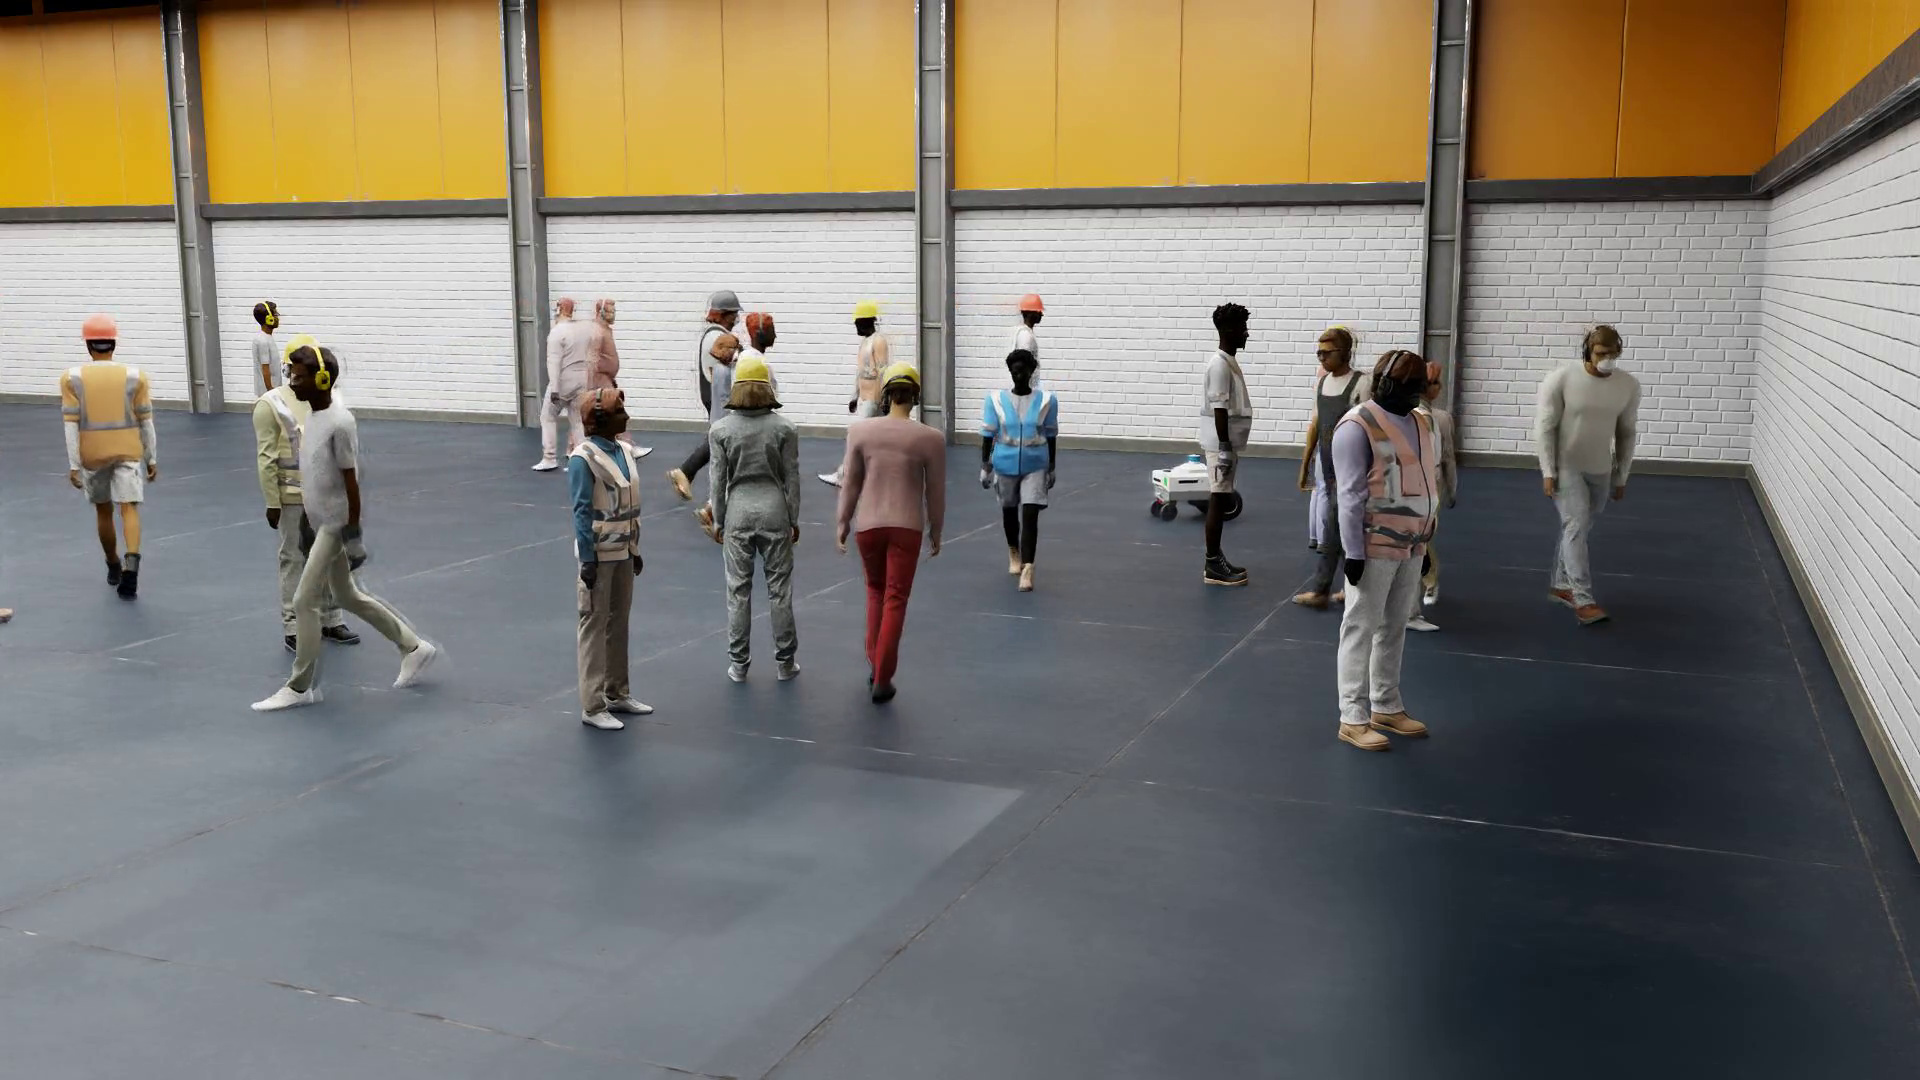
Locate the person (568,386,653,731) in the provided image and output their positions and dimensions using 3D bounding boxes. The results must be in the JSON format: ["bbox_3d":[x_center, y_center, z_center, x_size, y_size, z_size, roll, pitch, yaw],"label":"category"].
[{"bbox_3d":[-1.703,0.081,8.045,0.306,1.645,0.523,3,10,16],"label":"person"}]

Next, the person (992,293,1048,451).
[{"bbox_3d":[0.679,-1.661,17.740,0.509,1.925,0.561,0,9,-2],"label":"person"}]

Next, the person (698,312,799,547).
[{"bbox_3d":[-1.658,-0.848,13.004,0.685,1.869,0.574,-3,10,-19],"label":"person"}]

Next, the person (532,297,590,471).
[{"bbox_3d":[-4.310,-1.662,17.916,0.737,1.875,0.652,5,10,26],"label":"person"}]

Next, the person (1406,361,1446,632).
[{"bbox_3d":[2.784,-0.270,10.189,0.315,1.641,0.514,0,9,2],"label":"person"}]

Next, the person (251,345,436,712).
[{"bbox_3d":[-3.164,-0.081,8.480,0.910,1.835,0.525,-7,12,-37],"label":"person"}]

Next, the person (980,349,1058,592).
[{"bbox_3d":[0.416,-0.518,11.642,0.539,1.657,0.861,1,9,5],"label":"person"}]

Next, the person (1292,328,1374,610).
[{"bbox_3d":[2.371,-0.451,10.763,0.838,1.811,0.530,-5,11,-29],"label":"person"}]

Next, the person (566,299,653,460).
[{"bbox_3d":[-4.022,-1.800,18.840,0.999,1.840,0.769,-2,10,-10],"label":"person"}]

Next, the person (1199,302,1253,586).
[{"bbox_3d":[1.862,-0.674,11.653,0.367,1.966,0.605,2,10,10],"label":"person"}]

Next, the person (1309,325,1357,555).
[{"bbox_3d":[2.882,-0.771,12.845,0.312,1.768,0.530,0,9,1],"label":"person"}]

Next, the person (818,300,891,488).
[{"bbox_3d":[-0.929,-1.453,16.655,1.005,1.867,0.614,-2,10,-15],"label":"person"}]

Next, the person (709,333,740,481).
[{"bbox_3d":[-2.054,-0.990,14.574,0.283,1.631,0.503,-2,10,-12],"label":"person"}]

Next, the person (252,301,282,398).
[{"bbox_3d":[-6.785,-1.413,16.407,0.324,1.876,0.526,-4,10,-24],"label":"person"}]

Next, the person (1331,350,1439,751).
[{"bbox_3d":[1.992,0.039,7.731,0.621,1.838,0.429,-8,13,-41],"label":"person"}]

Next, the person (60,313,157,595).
[{"bbox_3d":[-5.771,-0.582,11.313,0.551,1.908,0.911,-5,10,-26],"label":"person"}]

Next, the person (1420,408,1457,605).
[{"bbox_3d":[2.902,-0.311,10.670,0.507,1.562,0.926,8,12,41],"label":"person"}]

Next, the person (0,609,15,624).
[{"bbox_3d":[-6.459,-0.457,10.260,1.041,2.000,0.609,0,9,-2],"label":"person"}]

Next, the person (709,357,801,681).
[{"bbox_3d":[-1.090,-0.107,8.911,0.484,1.736,0.310,-1,9,-5],"label":"person"}]

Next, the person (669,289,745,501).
[{"bbox_3d":[-2.251,-1.332,15.413,0.851,2.000,0.688,-2,10,-14],"label":"person"}]

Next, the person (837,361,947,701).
[{"bbox_3d":[-0.339,-0.055,8.610,0.545,1.715,0.673,2,10,13],"label":"person"}]

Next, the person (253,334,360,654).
[{"bbox_3d":[-3.744,-0.269,9.607,0.404,1.828,0.602,6,11,32],"label":"person"}]

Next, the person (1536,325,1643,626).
[{"bbox_3d":[3.922,-0.405,10.388,0.639,1.845,1.085,-1,9,-7],"label":"person"}]

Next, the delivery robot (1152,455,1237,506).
[{"bbox_3d":[2.056,-0.506,14.606,0.707,0.478,0.477,-2,10,-14],"label":"delivery robot"}]
